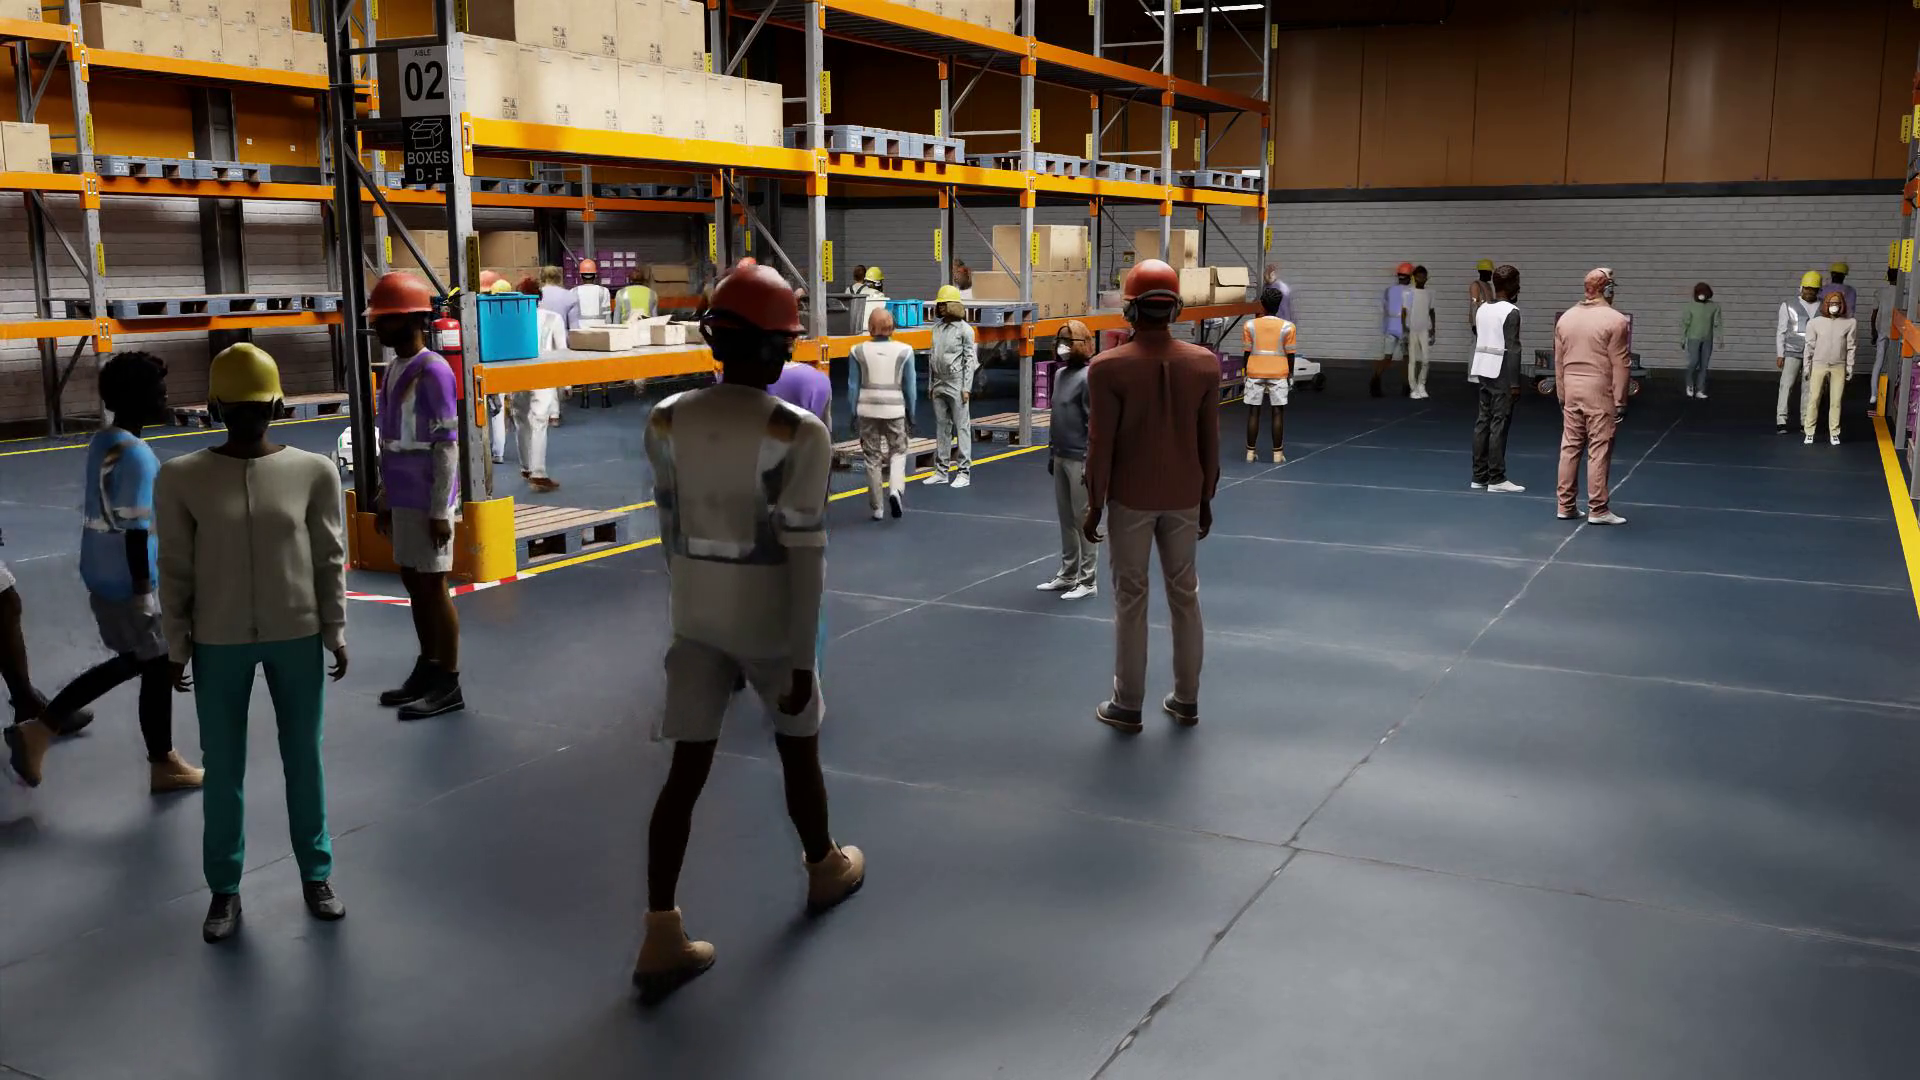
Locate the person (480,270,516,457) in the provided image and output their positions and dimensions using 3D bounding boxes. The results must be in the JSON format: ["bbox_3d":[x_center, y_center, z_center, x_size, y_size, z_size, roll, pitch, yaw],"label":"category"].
[{"bbox_3d":[-4.472,-1.714,16.363,0.547,1.872,1.012,3,10,18],"label":"person"}]

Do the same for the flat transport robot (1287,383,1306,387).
[{"bbox_3d":[4.617,-2.465,25.259,0.652,0.197,1.431,-3,11,-18],"label":"flat transport robot"}]

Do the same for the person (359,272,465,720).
[{"bbox_3d":[-2.400,-0.193,7.283,0.379,1.934,0.558,-9,13,-41],"label":"person"}]

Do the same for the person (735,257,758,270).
[{"bbox_3d":[-2.741,-2.573,20.975,0.545,1.979,0.615,-3,10,-17],"label":"person"}]

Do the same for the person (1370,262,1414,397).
[{"bbox_3d":[6.101,-2.934,23.282,0.548,1.906,0.854,9,13,41],"label":"person"}]

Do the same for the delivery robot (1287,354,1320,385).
[{"bbox_3d":[4.922,-2.472,24.215,0.707,0.478,0.477,-8,13,-41],"label":"delivery robot"}]

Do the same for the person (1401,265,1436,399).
[{"bbox_3d":[6.359,-2.866,23.027,0.524,1.850,0.441,0,10,0],"label":"person"}]

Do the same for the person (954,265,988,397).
[{"bbox_3d":[0.097,-2.764,22.425,0.594,1.855,0.610,4,11,23],"label":"person"}]

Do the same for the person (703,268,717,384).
[{"bbox_3d":[-3.650,-3.292,25.613,0.650,1.819,0.440,3,10,17],"label":"person"}]

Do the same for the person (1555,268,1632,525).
[{"bbox_3d":[4.749,-1.069,12.441,0.408,1.913,0.642,-5,11,-28],"label":"person"}]

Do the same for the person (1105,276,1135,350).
[{"bbox_3d":[2.370,-3.021,24.301,0.527,1.721,0.903,5,11,26],"label":"person"}]

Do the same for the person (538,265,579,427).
[{"bbox_3d":[-4.816,-2.291,19.607,0.639,1.885,1.031,-4,11,-23],"label":"person"}]

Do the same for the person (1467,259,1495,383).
[{"bbox_3d":[8.148,-3.416,25.981,0.362,1.928,0.587,8,12,37],"label":"person"}]

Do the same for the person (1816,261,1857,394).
[{"bbox_3d":[12.414,-3.014,23.720,0.590,1.906,0.547,8,13,38],"label":"person"}]

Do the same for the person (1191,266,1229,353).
[{"bbox_3d":[3.888,-3.347,25.901,0.593,1.820,0.404,0,10,1],"label":"person"}]

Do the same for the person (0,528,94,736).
[{"bbox_3d":[-4.026,-0.086,6.792,0.875,1.900,0.555,-9,13,-42],"label":"person"}]

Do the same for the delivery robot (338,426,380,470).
[{"bbox_3d":[-5.398,-0.880,14.993,0.477,0.478,0.707,-3,10,-15],"label":"delivery robot"}]

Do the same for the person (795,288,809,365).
[{"bbox_3d":[-1.741,-1.977,18.489,0.308,1.636,0.524,-5,11,-27],"label":"person"}]

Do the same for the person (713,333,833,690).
[{"bbox_3d":[-0.877,-0.163,7.486,0.607,1.803,0.904,-6,11,-30],"label":"person"}]

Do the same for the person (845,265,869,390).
[{"bbox_3d":[-1.442,-3.106,24.421,0.514,1.846,0.337,6,11,30],"label":"person"}]

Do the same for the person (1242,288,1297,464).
[{"bbox_3d":[2.974,-1.578,16.032,0.530,1.689,0.322,3,10,18],"label":"person"}]

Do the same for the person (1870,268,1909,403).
[{"bbox_3d":[12.503,-2.757,22.351,0.329,1.865,0.516,-6,12,-33],"label":"person"}]

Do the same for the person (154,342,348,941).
[{"bbox_3d":[-2.090,0.297,4.960,0.523,1.766,0.315,-5,11,-27],"label":"person"}]

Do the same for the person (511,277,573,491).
[{"bbox_3d":[-3.682,-1.349,14.373,0.653,1.814,1.053,-1,10,-3],"label":"person"}]

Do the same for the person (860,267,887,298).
[{"bbox_3d":[-1.127,-2.727,22.251,0.403,1.837,0.591,-9,13,-41],"label":"person"}]

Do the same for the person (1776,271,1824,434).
[{"bbox_3d":[9.428,-2.086,18.578,0.586,1.824,0.403,1,10,8],"label":"person"}]

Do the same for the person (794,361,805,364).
[{"bbox_3d":[-1.990,-2.056,18.447,0.676,1.813,0.578,6,12,33],"label":"person"}]

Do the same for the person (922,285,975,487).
[{"bbox_3d":[-0.096,-1.327,14.418,0.484,1.745,0.298,9,13,41],"label":"person"}]

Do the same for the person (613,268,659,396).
[{"bbox_3d":[-4.527,-2.896,23.311,0.630,1.820,0.794,-5,11,-25],"label":"person"}]

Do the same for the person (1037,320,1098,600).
[{"bbox_3d":[0.655,-0.470,9.761,0.272,1.635,0.507,-4,11,-23],"label":"person"}]

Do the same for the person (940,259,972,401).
[{"bbox_3d":[-0.017,-2.855,22.700,0.629,1.940,0.378,6,11,30],"label":"person"}]

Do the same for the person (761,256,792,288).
[{"bbox_3d":[-2.914,-3.417,25.655,0.690,2.000,1.067,-1,10,-8],"label":"person"}]

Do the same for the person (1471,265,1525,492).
[{"bbox_3d":[4.574,-1.368,14.151,0.388,1.919,0.592,-2,10,-13],"label":"person"}]

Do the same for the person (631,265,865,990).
[{"bbox_3d":[-0.615,0.219,4.766,0.610,1.993,1.053,4,11,21],"label":"person"}]

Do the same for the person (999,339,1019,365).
[{"bbox_3d":[0.872,-4.100,29.959,0.648,1.919,0.467,0,10,-3],"label":"person"}]

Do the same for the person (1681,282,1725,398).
[{"bbox_3d":[10.318,-2.773,23.133,0.525,1.609,0.355,0,10,2],"label":"person"}]

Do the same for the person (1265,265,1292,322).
[{"bbox_3d":[5.006,-3.431,26.326,0.961,1.852,0.653,-5,11,-25],"label":"person"}]

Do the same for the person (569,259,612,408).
[{"bbox_3d":[-4.808,-2.681,21.683,0.543,1.943,0.355,-2,10,-10],"label":"person"}]

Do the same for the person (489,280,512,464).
[{"bbox_3d":[-4.368,-1.609,15.989,0.525,1.769,0.310,-5,11,-27],"label":"person"}]

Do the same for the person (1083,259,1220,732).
[{"bbox_3d":[0.802,-0.183,7.065,0.612,1.994,0.395,-3,10,-18],"label":"person"}]

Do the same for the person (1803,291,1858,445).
[{"bbox_3d":[9.172,-1.812,17.570,0.494,1.625,0.283,3,10,16],"label":"person"}]

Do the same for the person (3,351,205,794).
[{"bbox_3d":[-3.116,0.152,6.048,0.655,1.668,0.554,-8,12,-37],"label":"person"}]

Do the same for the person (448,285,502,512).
[{"bbox_3d":[-3.858,-1.153,13.033,0.510,1.877,0.328,-3,10,-16],"label":"person"}]

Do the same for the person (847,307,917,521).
[{"bbox_3d":[-0.588,-0.933,12.474,0.525,1.623,0.447,0,10,-2],"label":"person"}]
